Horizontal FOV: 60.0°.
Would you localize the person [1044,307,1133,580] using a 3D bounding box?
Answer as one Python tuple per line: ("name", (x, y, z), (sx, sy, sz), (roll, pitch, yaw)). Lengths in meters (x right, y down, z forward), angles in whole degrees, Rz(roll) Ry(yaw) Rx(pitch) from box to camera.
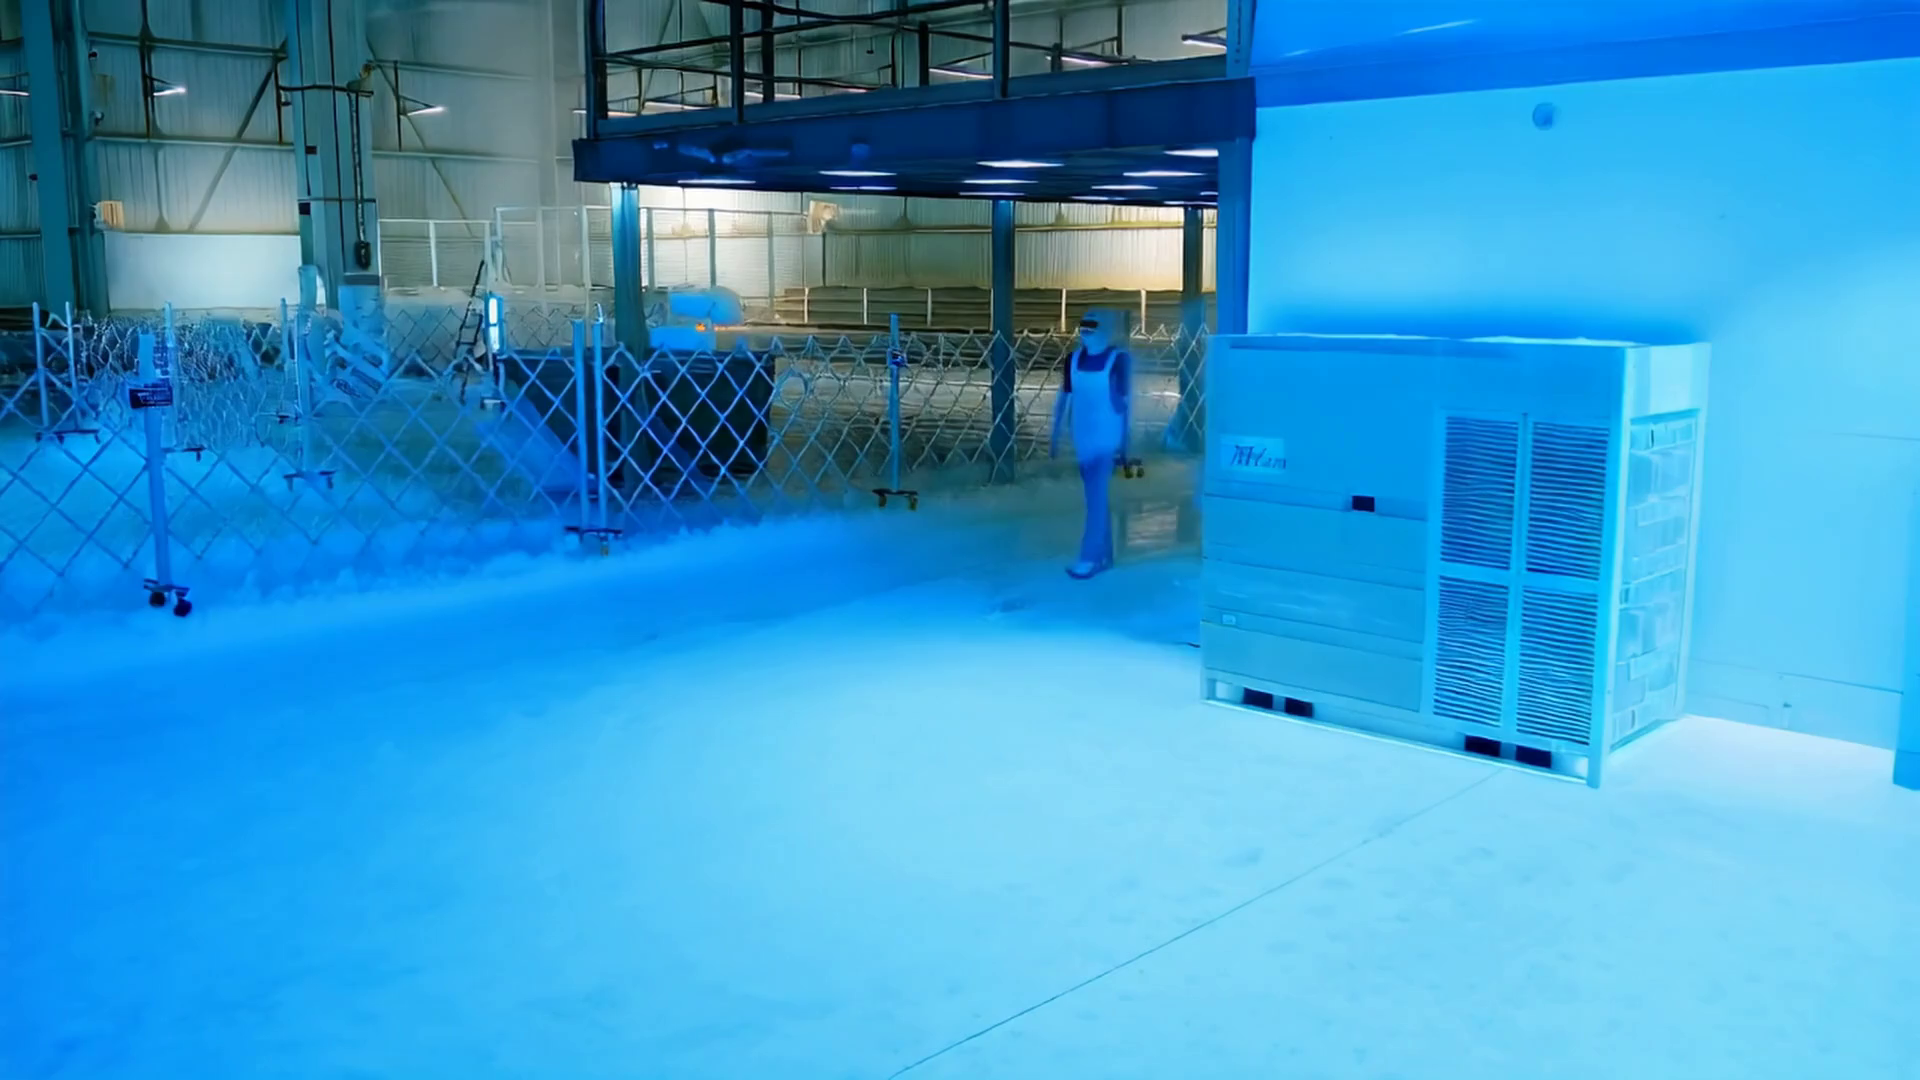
("person", (0.843, -0.646, 11.180), (0.505, 1.804, 0.861), (7, 12, 37))
